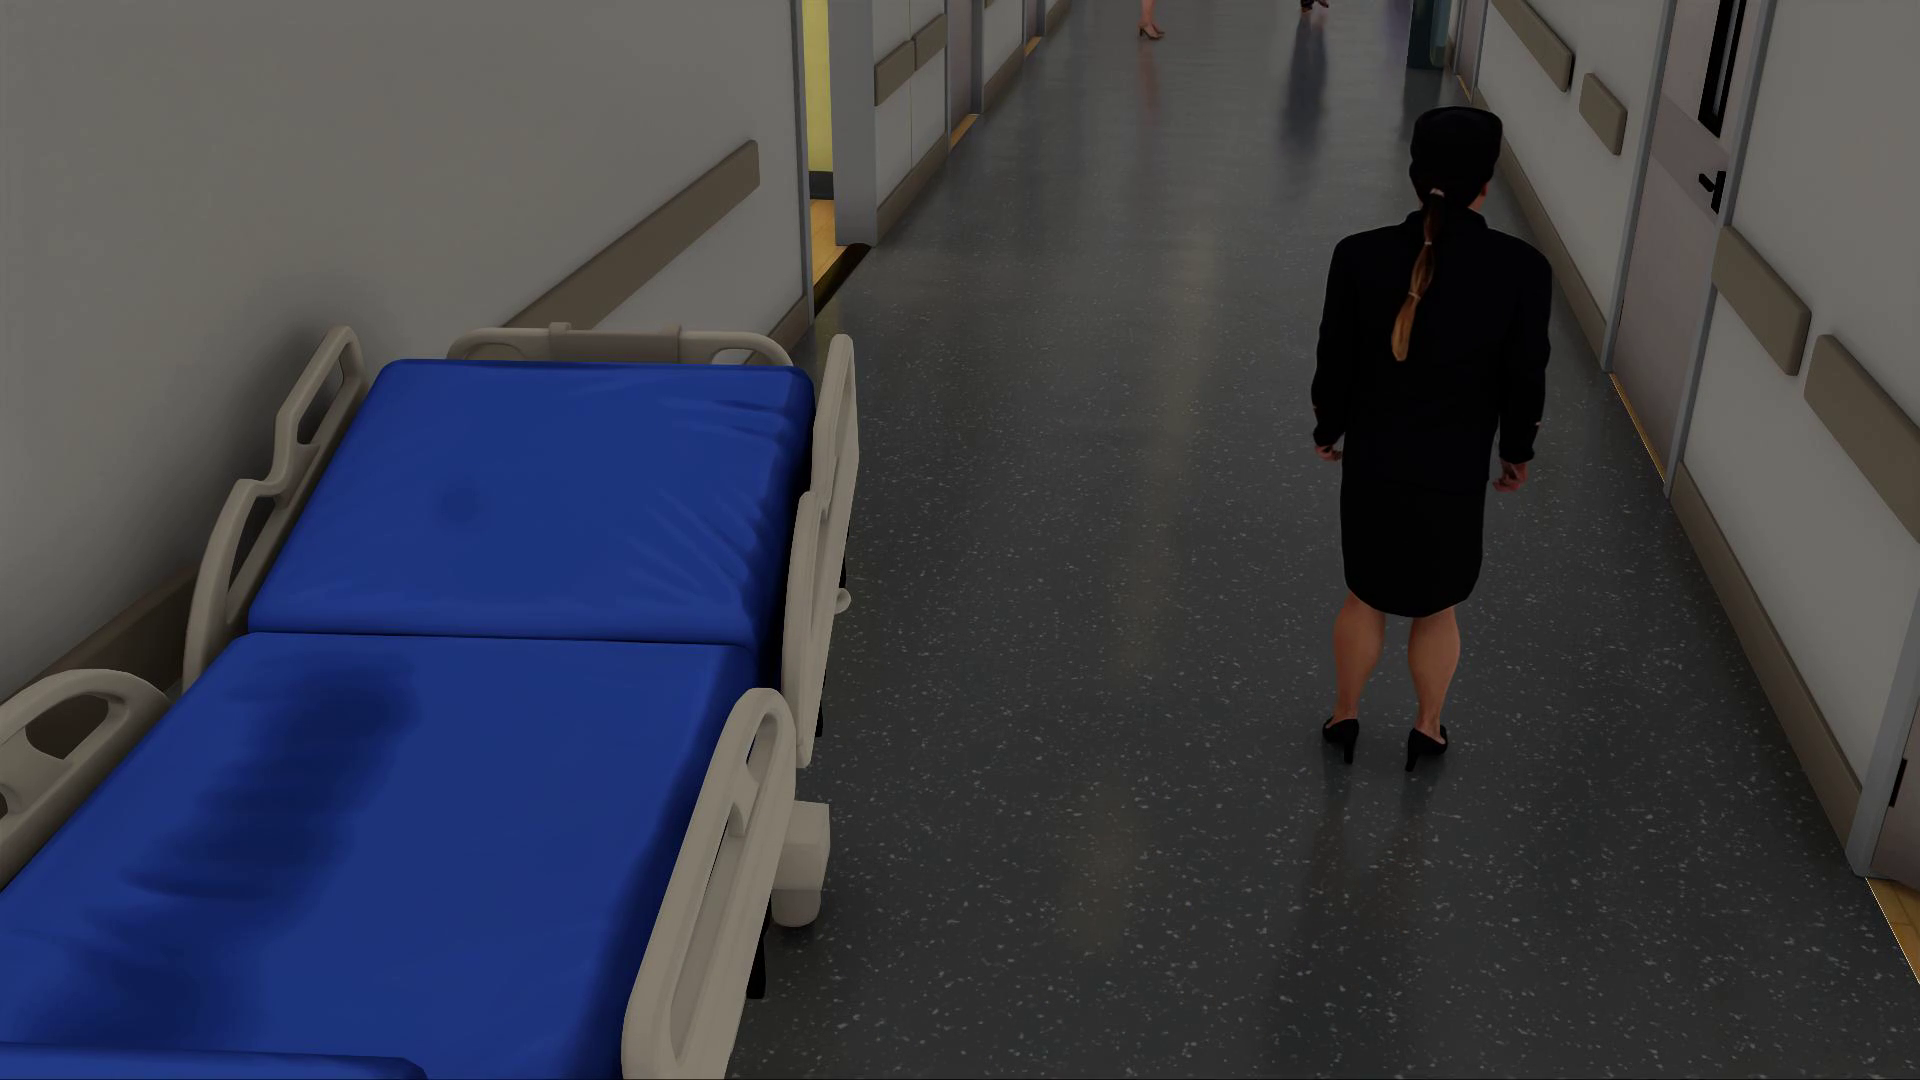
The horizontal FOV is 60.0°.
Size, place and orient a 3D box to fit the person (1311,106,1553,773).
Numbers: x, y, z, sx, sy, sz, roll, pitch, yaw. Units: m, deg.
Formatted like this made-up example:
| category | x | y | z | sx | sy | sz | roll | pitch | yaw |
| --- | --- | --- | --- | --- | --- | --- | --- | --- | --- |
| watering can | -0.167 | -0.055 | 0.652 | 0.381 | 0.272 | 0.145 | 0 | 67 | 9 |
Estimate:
| category | x | y | z | sx | sy | sz | roll | pitch | yaw |
| --- | --- | --- | --- | --- | --- | --- | --- | --- | --- |
| person | 1.104 | -0.191 | 4.034 | 0.623 | 1.671 | 0.796 | 9 | 27 | 18 |

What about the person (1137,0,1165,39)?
| category | x | y | z | sx | sy | sz | roll | pitch | yaw |
| --- | --- | --- | --- | --- | --- | --- | --- | --- | --- |
| person | 1.728 | -5.335 | 14.586 | 0.608 | 1.771 | 0.640 | 4 | 26 | 8 |
